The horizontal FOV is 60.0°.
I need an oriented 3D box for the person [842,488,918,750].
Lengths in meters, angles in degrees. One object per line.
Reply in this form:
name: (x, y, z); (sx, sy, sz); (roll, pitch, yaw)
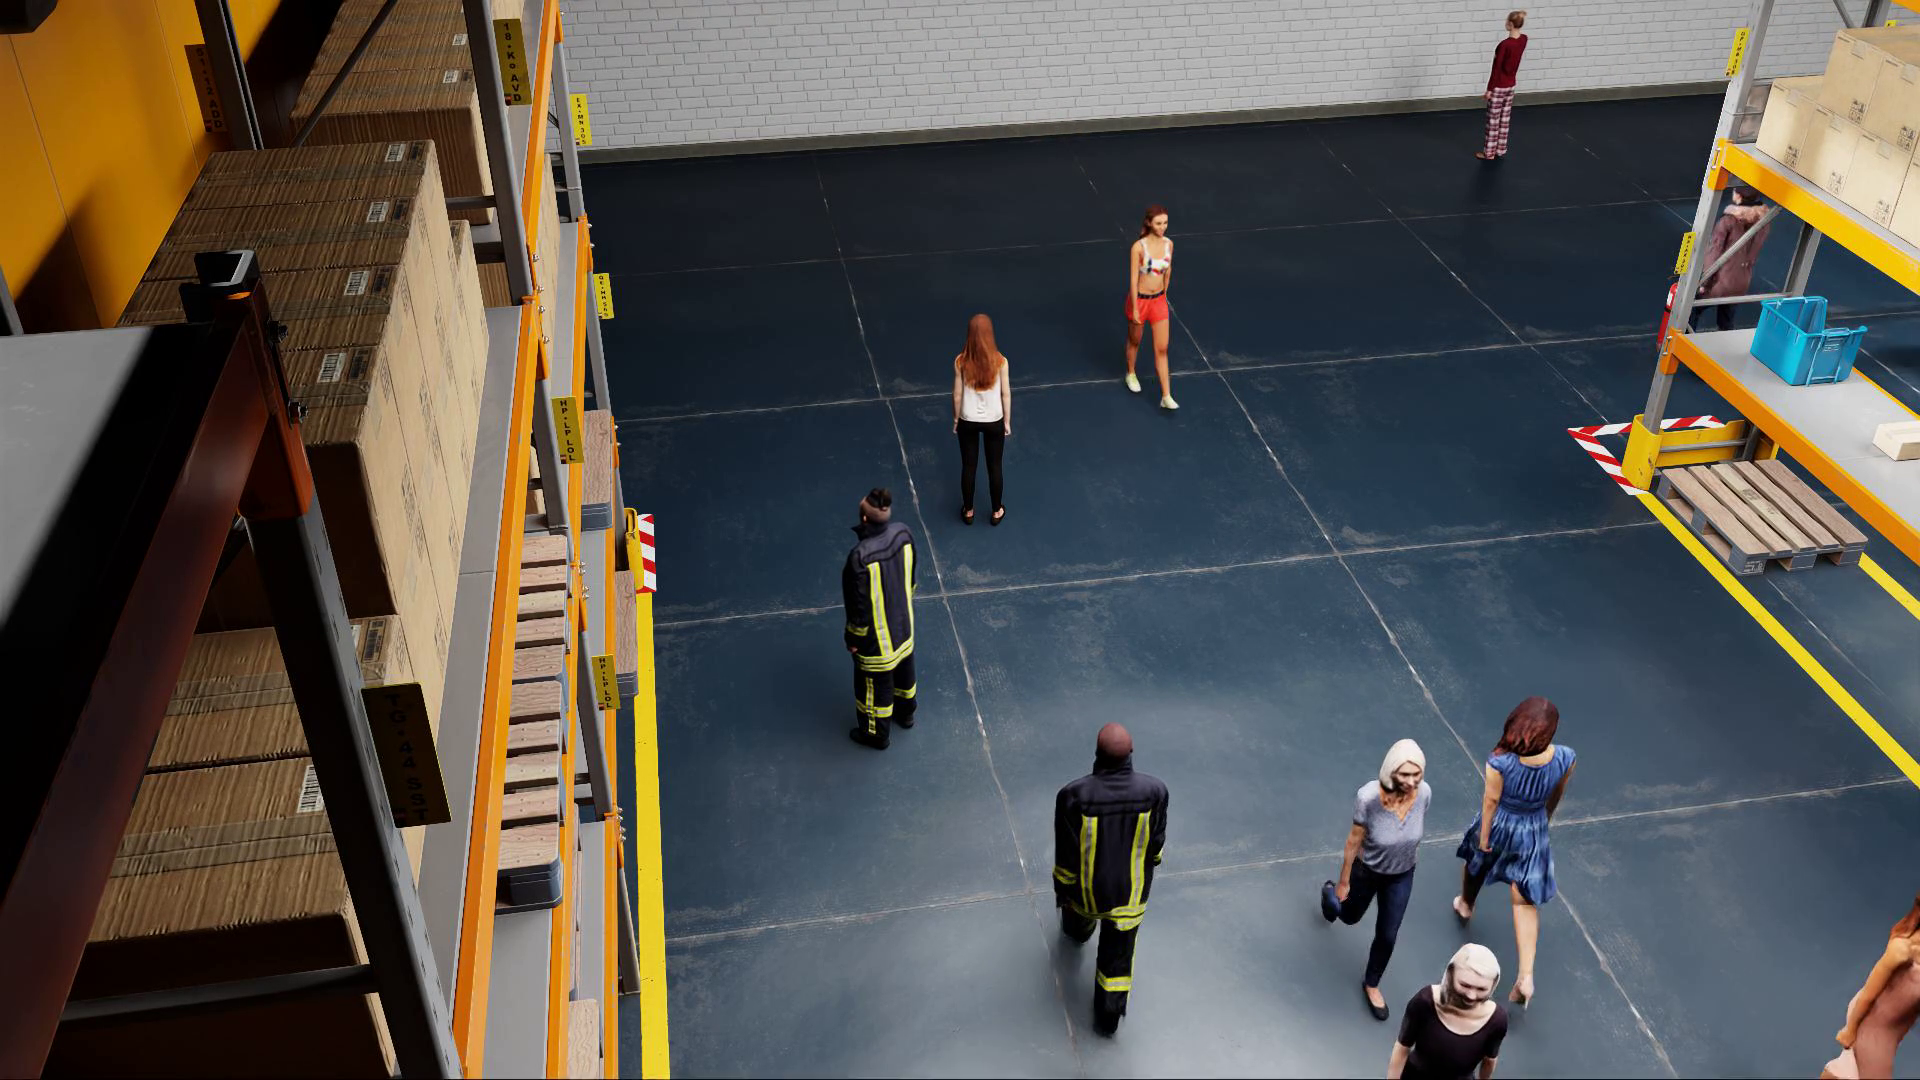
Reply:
person: (-0.497, 0.468, 10.269); (0.928, 1.862, 0.884); (25, 41, 32)

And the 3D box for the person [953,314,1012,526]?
person: (0.161, -0.886, 12.433); (0.630, 1.720, 0.574); (2, 34, 3)

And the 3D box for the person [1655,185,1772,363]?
person: (6.640, -2.202, 14.315); (0.843, 1.829, 0.969); (-11, 35, -16)

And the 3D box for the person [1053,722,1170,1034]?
person: (0.764, 1.731, 8.445); (0.813, 1.777, 1.179); (-3, 34, -4)

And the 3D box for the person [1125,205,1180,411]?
person: (1.540, -2.017, 14.102); (0.673, 1.756, 1.092); (-10, 35, -14)

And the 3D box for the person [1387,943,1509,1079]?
person: (2.122, 2.396, 7.434); (0.975, 1.788, 1.218); (11, 35, 16)

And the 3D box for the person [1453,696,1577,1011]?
person: (2.896, 1.625, 8.612); (0.749, 1.767, 1.200); (0, 34, 0)

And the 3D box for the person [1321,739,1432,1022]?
person: (2.141, 1.652, 8.637); (0.583, 1.696, 0.973); (-5, 34, -8)

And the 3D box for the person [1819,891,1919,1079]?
person: (4.210, 2.177, 7.735); (0.719, 1.818, 0.774); (-17, 37, -24)

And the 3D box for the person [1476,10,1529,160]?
person: (6.179, -5.185, 18.917); (0.682, 1.702, 0.669); (-24, 40, -31)
